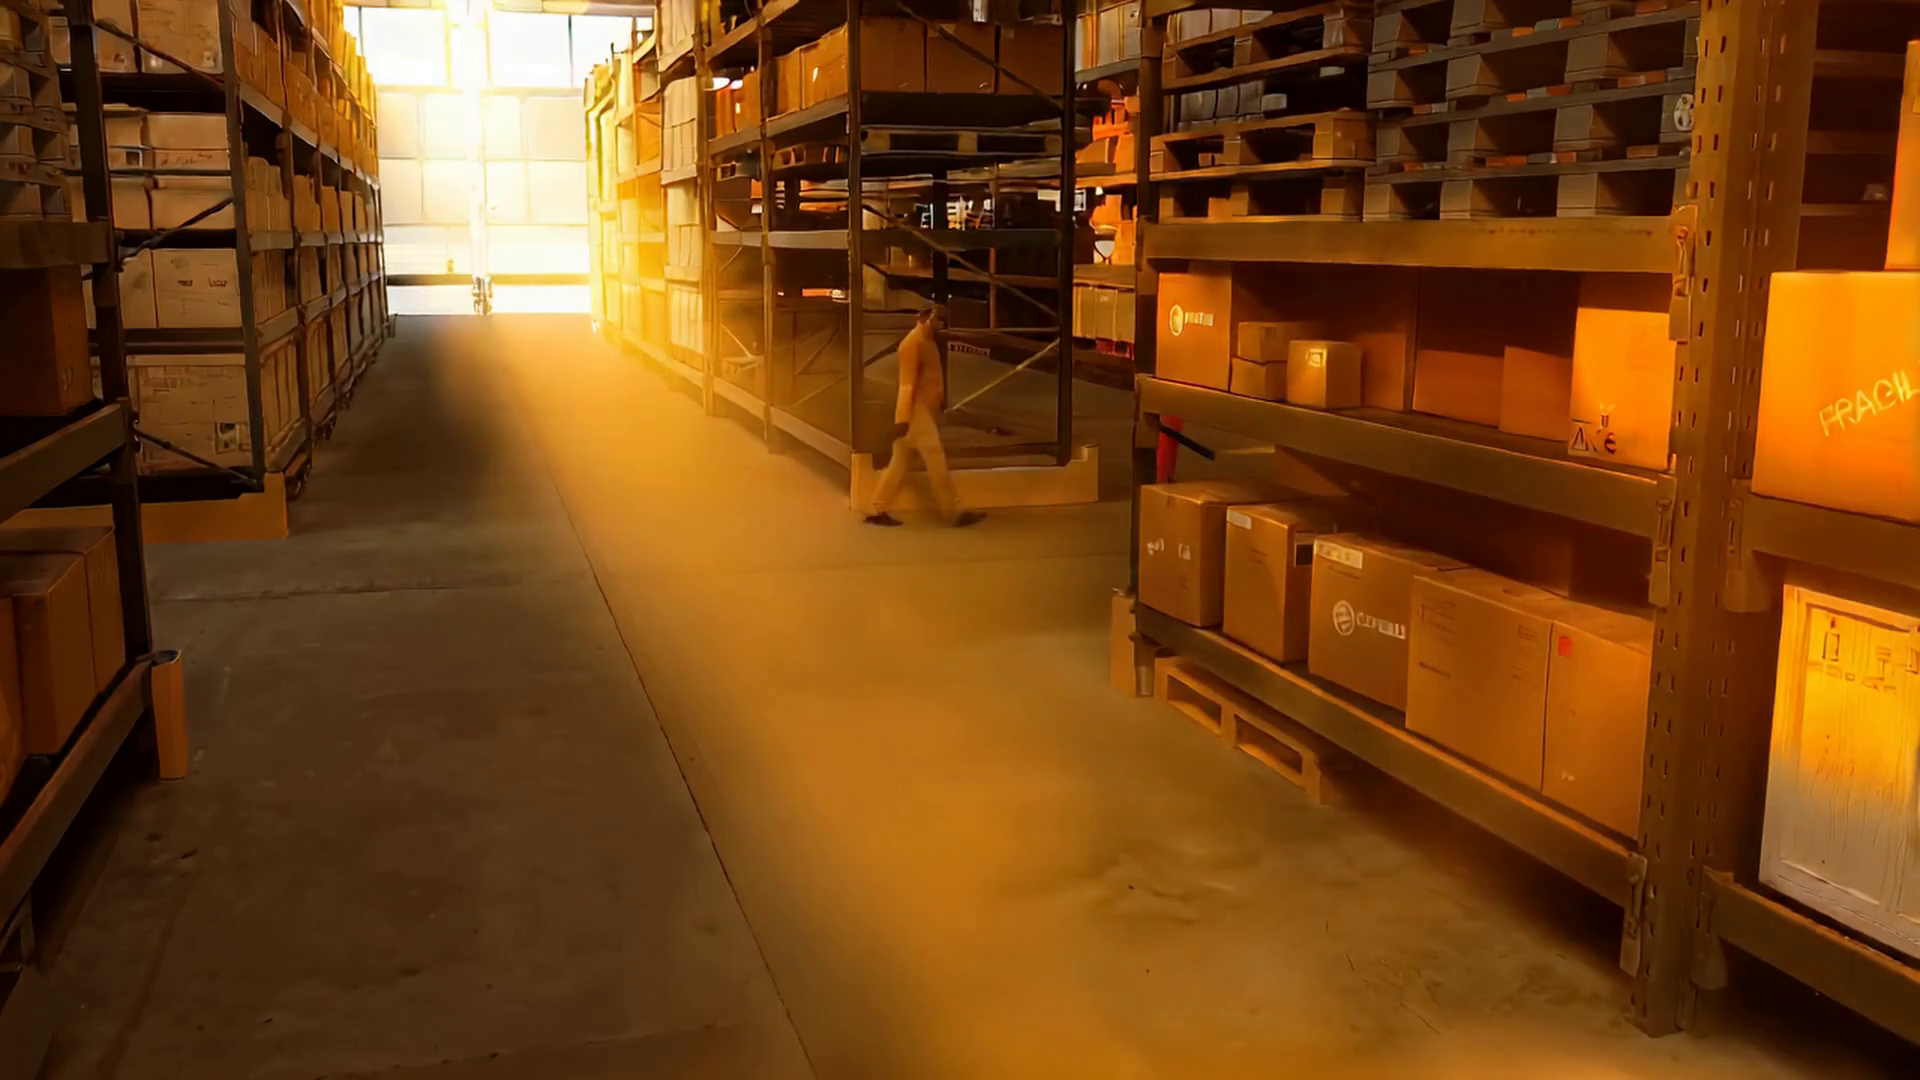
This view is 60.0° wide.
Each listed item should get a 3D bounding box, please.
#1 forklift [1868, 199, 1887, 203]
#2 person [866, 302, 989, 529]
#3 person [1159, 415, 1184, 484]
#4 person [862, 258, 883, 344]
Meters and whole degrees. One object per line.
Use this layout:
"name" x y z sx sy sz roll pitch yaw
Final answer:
"forklift" 11.338 -2.915 21.052 1.129 2.768 1.873 -3 11 -17
"person" -0.298 -0.997 13.411 1.028 1.832 0.691 1 10 5
"person" 2.013 -1.400 15.905 0.544 1.735 0.869 -1 10 -5
"person" -2.020 -5.259 36.604 0.679 1.885 0.618 -2 11 -10
